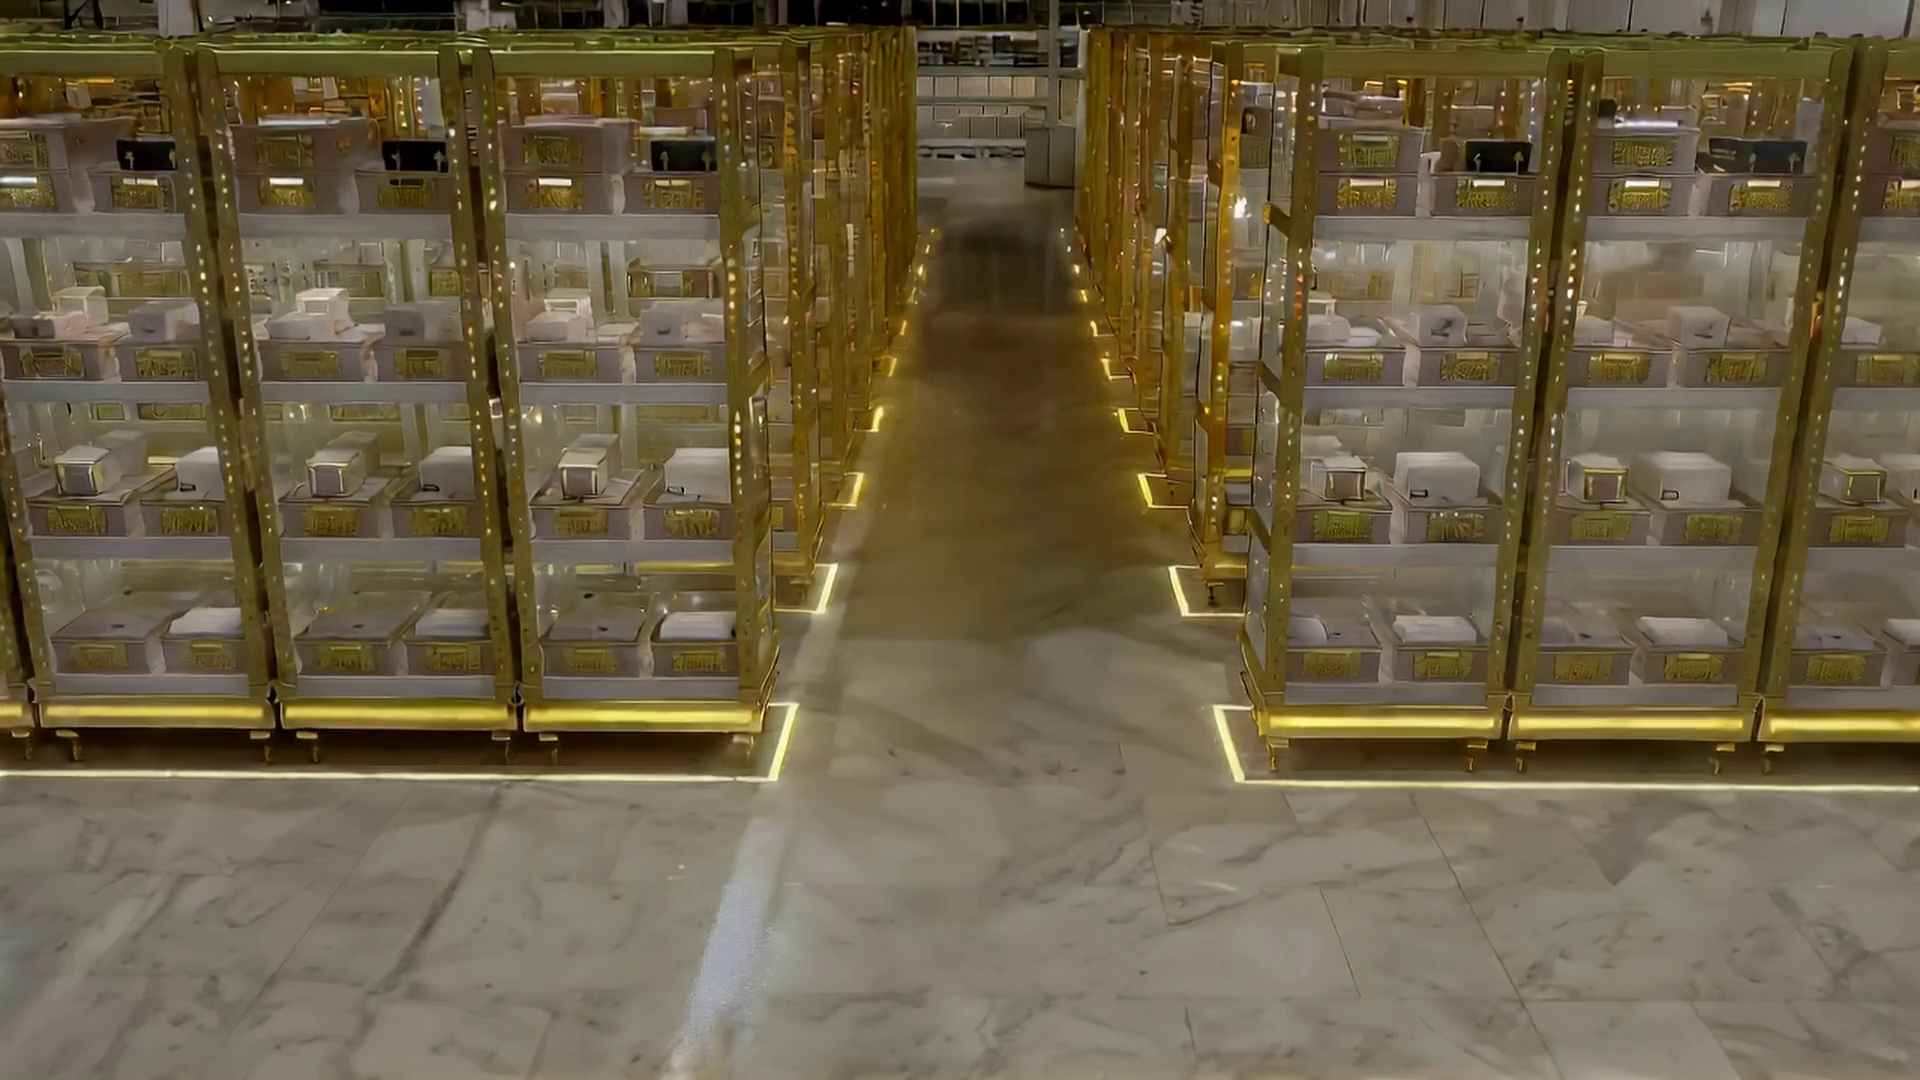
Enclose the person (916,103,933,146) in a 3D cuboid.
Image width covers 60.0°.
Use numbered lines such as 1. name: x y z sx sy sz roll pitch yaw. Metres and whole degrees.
1. person: -1.244 -12.874 50.443 0.933 1.796 0.654 -2 18 -6
